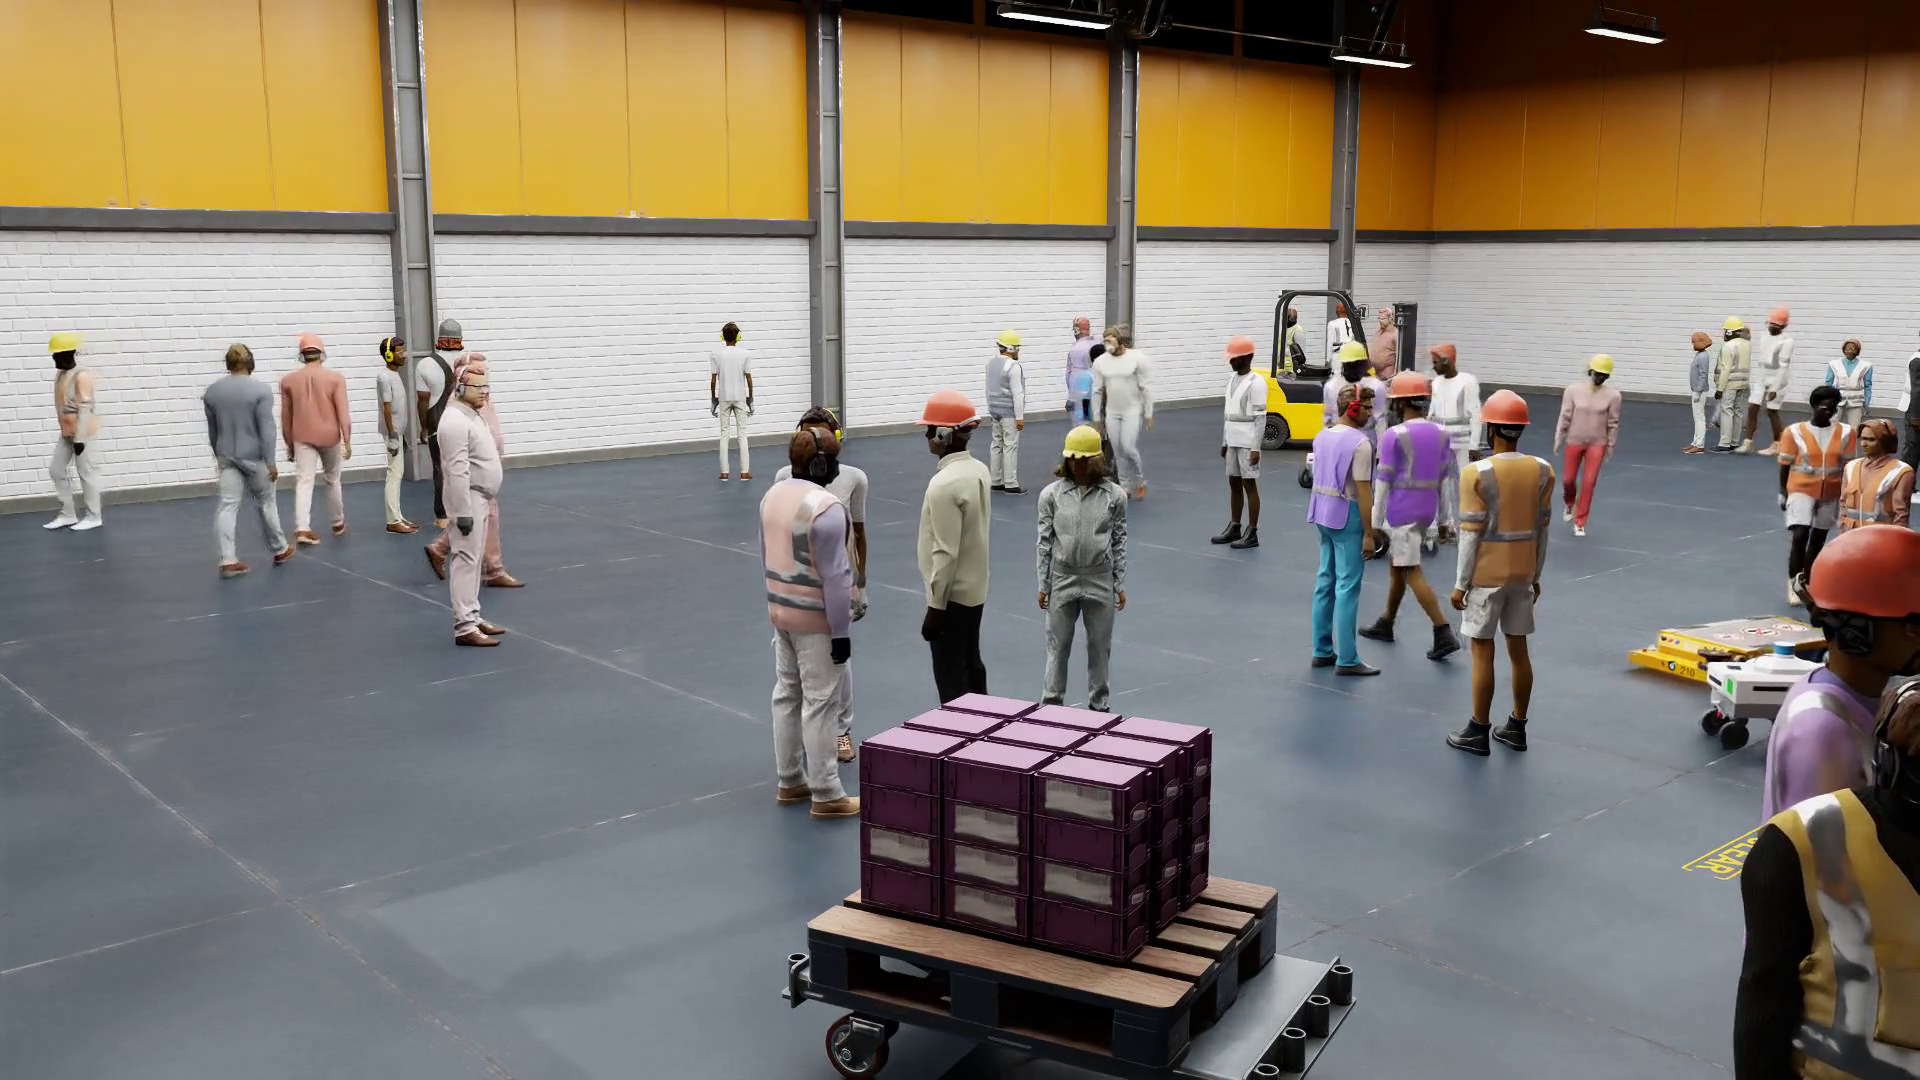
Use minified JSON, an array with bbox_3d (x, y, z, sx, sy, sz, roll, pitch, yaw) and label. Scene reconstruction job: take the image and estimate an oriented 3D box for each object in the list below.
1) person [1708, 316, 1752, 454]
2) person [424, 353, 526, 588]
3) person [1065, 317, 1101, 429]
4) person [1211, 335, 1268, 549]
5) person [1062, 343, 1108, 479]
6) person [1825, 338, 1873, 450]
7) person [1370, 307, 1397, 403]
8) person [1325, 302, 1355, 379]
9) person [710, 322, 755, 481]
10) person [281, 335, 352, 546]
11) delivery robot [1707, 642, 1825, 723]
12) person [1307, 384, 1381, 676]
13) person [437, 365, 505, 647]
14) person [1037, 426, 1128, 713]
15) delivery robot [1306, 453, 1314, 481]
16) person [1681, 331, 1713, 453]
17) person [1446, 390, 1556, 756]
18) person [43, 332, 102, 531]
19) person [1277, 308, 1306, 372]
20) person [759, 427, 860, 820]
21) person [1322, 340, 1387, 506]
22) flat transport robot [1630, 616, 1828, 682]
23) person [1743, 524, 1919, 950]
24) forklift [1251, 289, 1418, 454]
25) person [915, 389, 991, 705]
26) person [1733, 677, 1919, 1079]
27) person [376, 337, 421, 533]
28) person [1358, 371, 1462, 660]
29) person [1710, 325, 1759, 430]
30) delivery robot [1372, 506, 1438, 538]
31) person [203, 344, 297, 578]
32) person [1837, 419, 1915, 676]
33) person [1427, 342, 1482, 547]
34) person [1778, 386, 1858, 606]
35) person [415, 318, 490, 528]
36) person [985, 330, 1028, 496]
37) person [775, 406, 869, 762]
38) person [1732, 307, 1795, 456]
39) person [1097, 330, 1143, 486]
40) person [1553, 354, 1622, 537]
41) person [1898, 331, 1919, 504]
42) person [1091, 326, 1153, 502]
[{"bbox_3d":[10.303,-2.071,22.268,0.588,1.835,0.403,-7,12,-37],"label":"person"},{"bbox_3d":[-3.905,-0.549,13.227,0.787,1.884,0.650,0,10,2],"label":"person"},{"bbox_3d":[1.480,-1.753,20.218,0.406,1.902,0.639,7,12,35],"label":"person"},{"bbox_3d":[2.534,-0.887,15.045,0.378,1.934,0.543,-4,11,-23],"label":"person"},{"bbox_3d":[1.461,-1.365,18.597,0.552,1.681,0.540,7,12,36],"label":"person"},{"bbox_3d":[10.842,-1.643,20.340,0.523,1.636,0.310,5,11,29],"label":"person"},{"bbox_3d":[6.101,-2.388,23.929,0.409,1.903,0.639,-4,11,-23],"label":"person"},{"bbox_3d":[6.374,-3.040,27.793,0.584,1.882,0.337,-3,10,-17],"label":"person"},{"bbox_3d":[-2.676,-1.625,19.557,0.530,1.871,0.323,-1,10,-4],"label":"person"},{"bbox_3d":[-5.946,-0.926,15.361,0.653,1.919,1.052,-2,10,-10],"label":"person"},{"bbox_3d":[4.429,0.792,8.970,0.707,0.478,0.477,1,10,4],"label":"delivery robot"},{"bbox_3d":[2.412,-0.064,10.510,0.388,1.838,0.563,-4,10,-21],"label":"person"},{"bbox_3d":[-3.315,-0.238,11.339,0.399,1.905,0.642,-1,10,-7],"label":"person"},{"bbox_3d":[0.659,0.247,8.971,0.492,1.739,0.320,0,10,0],"label":"person"},{"bbox_3d":[4.259,-0.894,18.844,0.707,0.478,0.477,-8,12,-37],"label":"delivery robot"},{"bbox_3d":[9.891,-1.976,22.298,0.283,1.633,0.498,3,10,18],"label":"person"},{"bbox_3d":[2.844,0.177,8.805,0.544,1.939,0.355,-3,10,-18],"label":"person"},{"bbox_3d":[-8.549,-1.022,15.876,0.622,1.910,0.602,8,12,38],"label":"person"},{"bbox_3d":[5.056,-2.637,25.564,0.429,1.841,0.634,-2,10,-12],"label":"person"},{"bbox_3d":[-0.693,0.386,7.863,0.430,1.844,0.623,-7,12,-36],"label":"person"},{"bbox_3d":[3.570,-0.852,14.959,0.604,1.903,0.710,7,12,37],"label":"person"},{"bbox_3d":[5.077,0.690,10.672,1.431,0.197,0.652,-5,11,-26],"label":"flat transport robot"},{"bbox_3d":[2.016,0.974,3.829,0.381,2.045,0.605,6,11,30],"label":"person"},{"bbox_3d":[5.034,-2.339,22.783,2.313,2.155,1.214,3,10,16],"label":"forklift"},{"bbox_3d":[-0.038,0.260,8.150,0.382,1.993,0.622,3,10,18],"label":"person"},{"bbox_3d":[1.845,1.169,3.278,0.621,1.845,0.429,0,10,2],"label":"person"},{"bbox_3d":[-5.376,-0.999,15.887,0.329,1.872,0.508,-2,10,-11],"label":"person"},{"bbox_3d":[3.021,-0.171,11.011,0.550,1.895,0.979,-6,11,-31],"label":"person"},{"bbox_3d":[11.761,-2.450,25.168,0.757,1.606,0.515,-3,10,-19],"label":"person"},{"bbox_3d":[3.841,-0.181,14.670,0.707,0.478,0.477,0,10,0],"label":"delivery robot"},{"bbox_3d":[-5.943,-0.677,13.892,0.660,1.901,0.963,1,10,8],"label":"person"},{"bbox_3d":[5.744,0.047,10.469,0.321,1.627,0.509,-3,10,-19],"label":"person"},{"bbox_3d":[4.533,-0.862,15.124,0.428,1.857,0.632,-6,11,-32],"label":"person"},{"bbox_3d":[6.469,-0.321,12.517,0.533,1.668,0.683,2,10,9],"label":"person"},{"bbox_3d":[-4.938,-1.141,16.220,0.689,2.000,0.538,-4,10,-22],"label":"person"},{"bbox_3d":[0.528,-1.407,18.389,0.404,1.828,0.602,-6,12,-33],"label":"person"},{"bbox_3d":[-0.731,0.233,8.674,0.513,1.872,0.328,0,10,0],"label":"person"},{"bbox_3d":[10.542,-2.054,21.744,0.817,1.975,0.701,-3,10,-18],"label":"person"},{"bbox_3d":[1.753,-1.382,18.247,0.497,1.825,0.396,7,12,35],"label":"person"},{"bbox_3d":[5.935,-0.913,15.780,0.586,1.728,0.575,3,10,18],"label":"person"},{"bbox_3d":[10.293,-1.357,17.839,0.391,1.920,0.587,8,13,39],"label":"person"},{"bbox_3d":[1.714,-1.330,17.739,0.654,1.903,0.481,6,11,31],"label":"person"}]
